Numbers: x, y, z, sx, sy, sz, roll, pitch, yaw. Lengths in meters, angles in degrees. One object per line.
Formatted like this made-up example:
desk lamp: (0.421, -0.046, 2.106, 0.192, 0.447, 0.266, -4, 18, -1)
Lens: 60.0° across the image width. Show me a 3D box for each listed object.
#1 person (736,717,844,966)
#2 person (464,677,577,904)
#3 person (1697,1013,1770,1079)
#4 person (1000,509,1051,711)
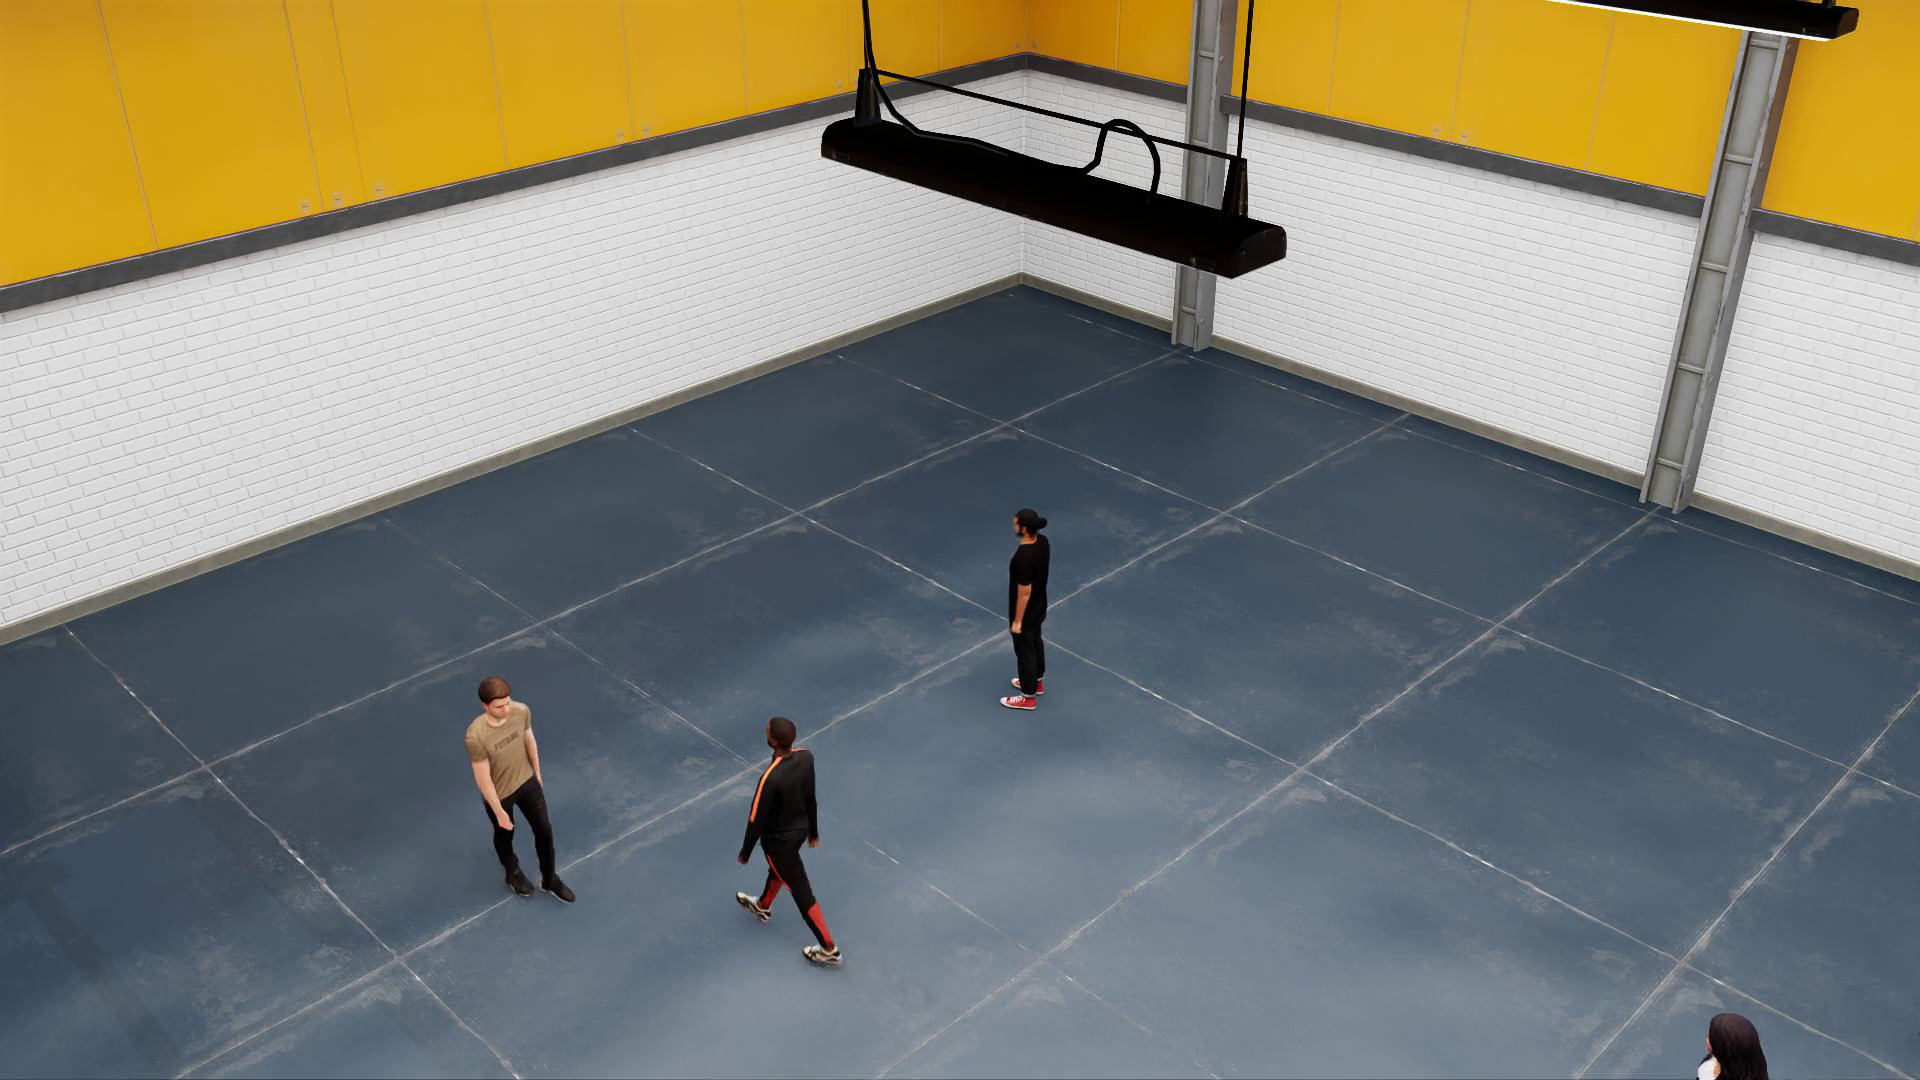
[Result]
person: (-1.037, 1.956, 10.606, 1.241, 1.763, 0.825, 18, 33, 29)
person: (-3.078, 1.629, 11.142, 0.812, 1.825, 0.685, 23, 36, 36)
person: (4.101, 3.127, 8.680, 1.256, 1.551, 1.110, 6, 29, 11)
person: (0.545, 0.535, 13.219, 0.691, 1.756, 0.705, 10, 30, 18)
